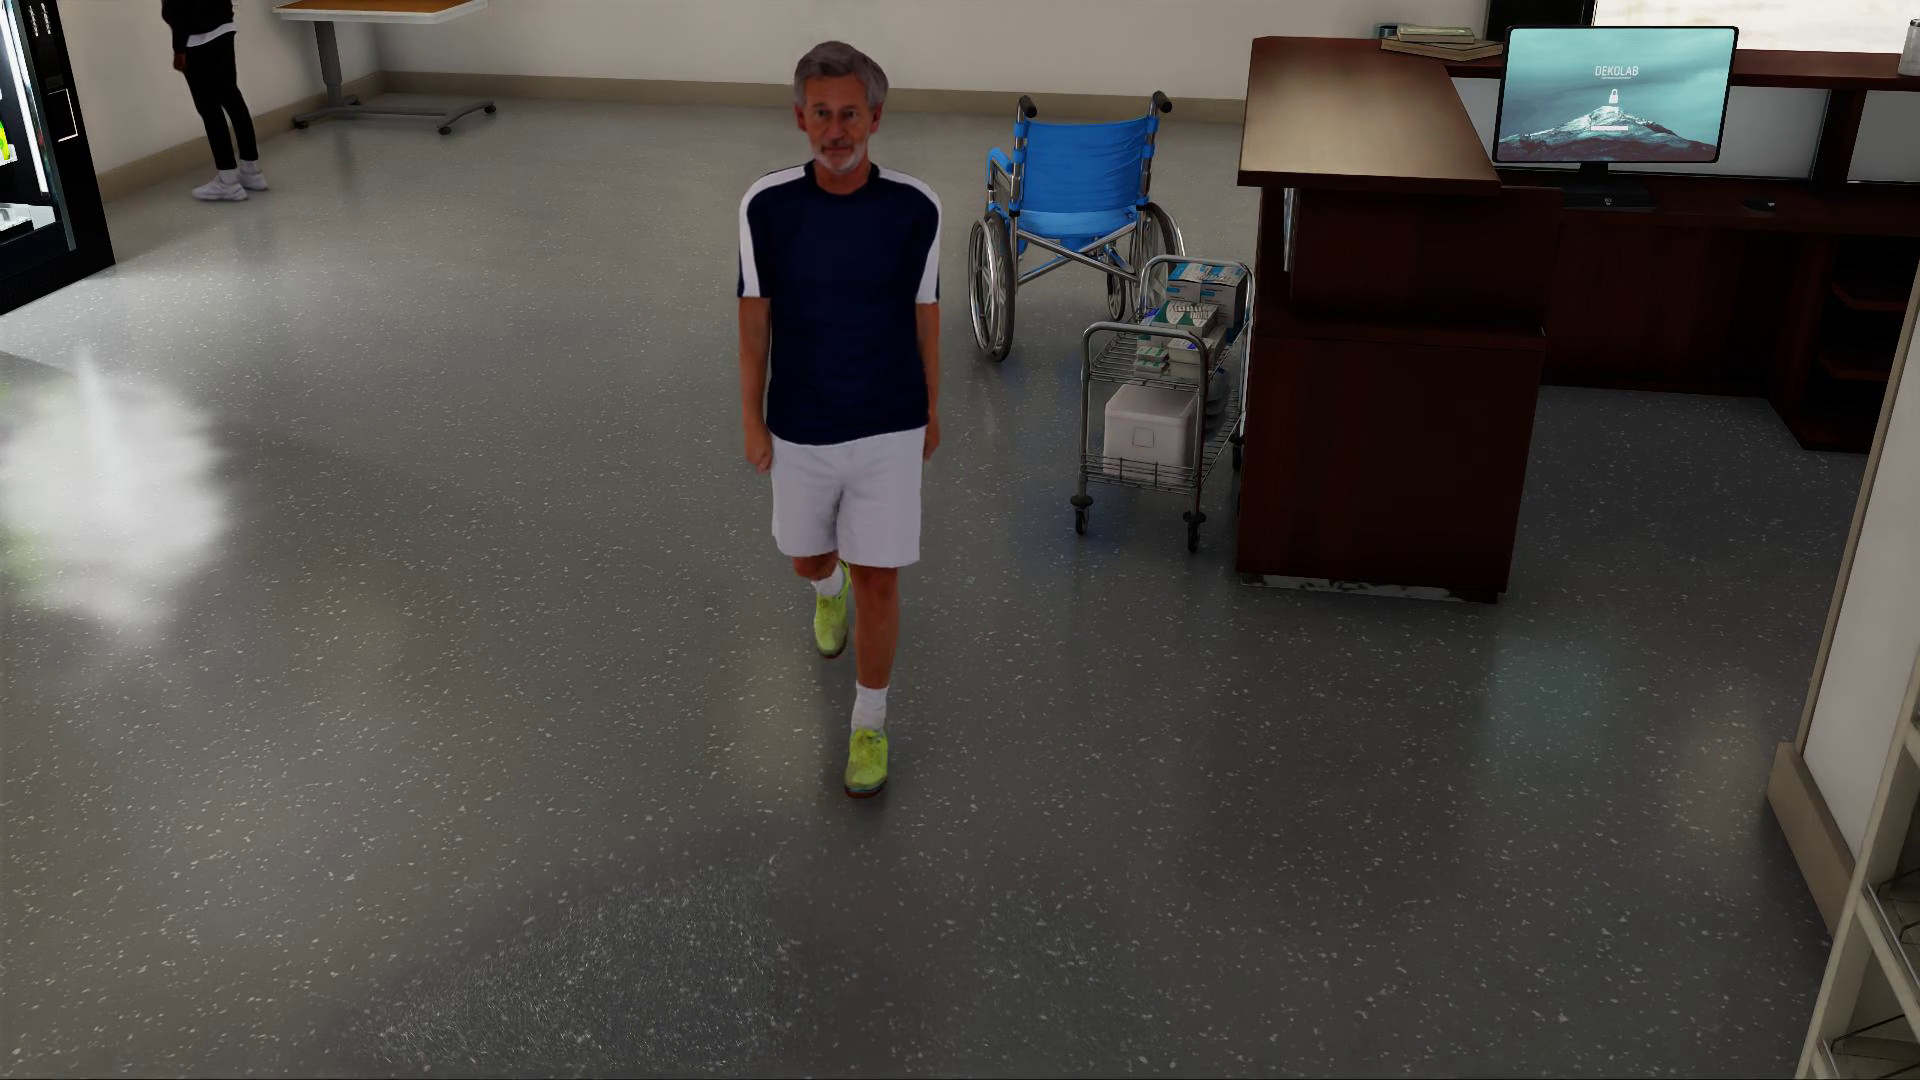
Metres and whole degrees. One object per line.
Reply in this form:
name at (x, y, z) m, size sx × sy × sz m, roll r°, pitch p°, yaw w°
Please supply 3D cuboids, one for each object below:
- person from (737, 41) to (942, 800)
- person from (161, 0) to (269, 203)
person at (-0.290, -0.326, 4.161) m, size 0.775 × 1.816 × 1.143 m, roll 0°, pitch 26°, yaw 0°
person at (-4.268, -2.861, 9.415) m, size 0.717 × 1.818 × 0.502 m, roll 5°, pitch 26°, yaw 10°
